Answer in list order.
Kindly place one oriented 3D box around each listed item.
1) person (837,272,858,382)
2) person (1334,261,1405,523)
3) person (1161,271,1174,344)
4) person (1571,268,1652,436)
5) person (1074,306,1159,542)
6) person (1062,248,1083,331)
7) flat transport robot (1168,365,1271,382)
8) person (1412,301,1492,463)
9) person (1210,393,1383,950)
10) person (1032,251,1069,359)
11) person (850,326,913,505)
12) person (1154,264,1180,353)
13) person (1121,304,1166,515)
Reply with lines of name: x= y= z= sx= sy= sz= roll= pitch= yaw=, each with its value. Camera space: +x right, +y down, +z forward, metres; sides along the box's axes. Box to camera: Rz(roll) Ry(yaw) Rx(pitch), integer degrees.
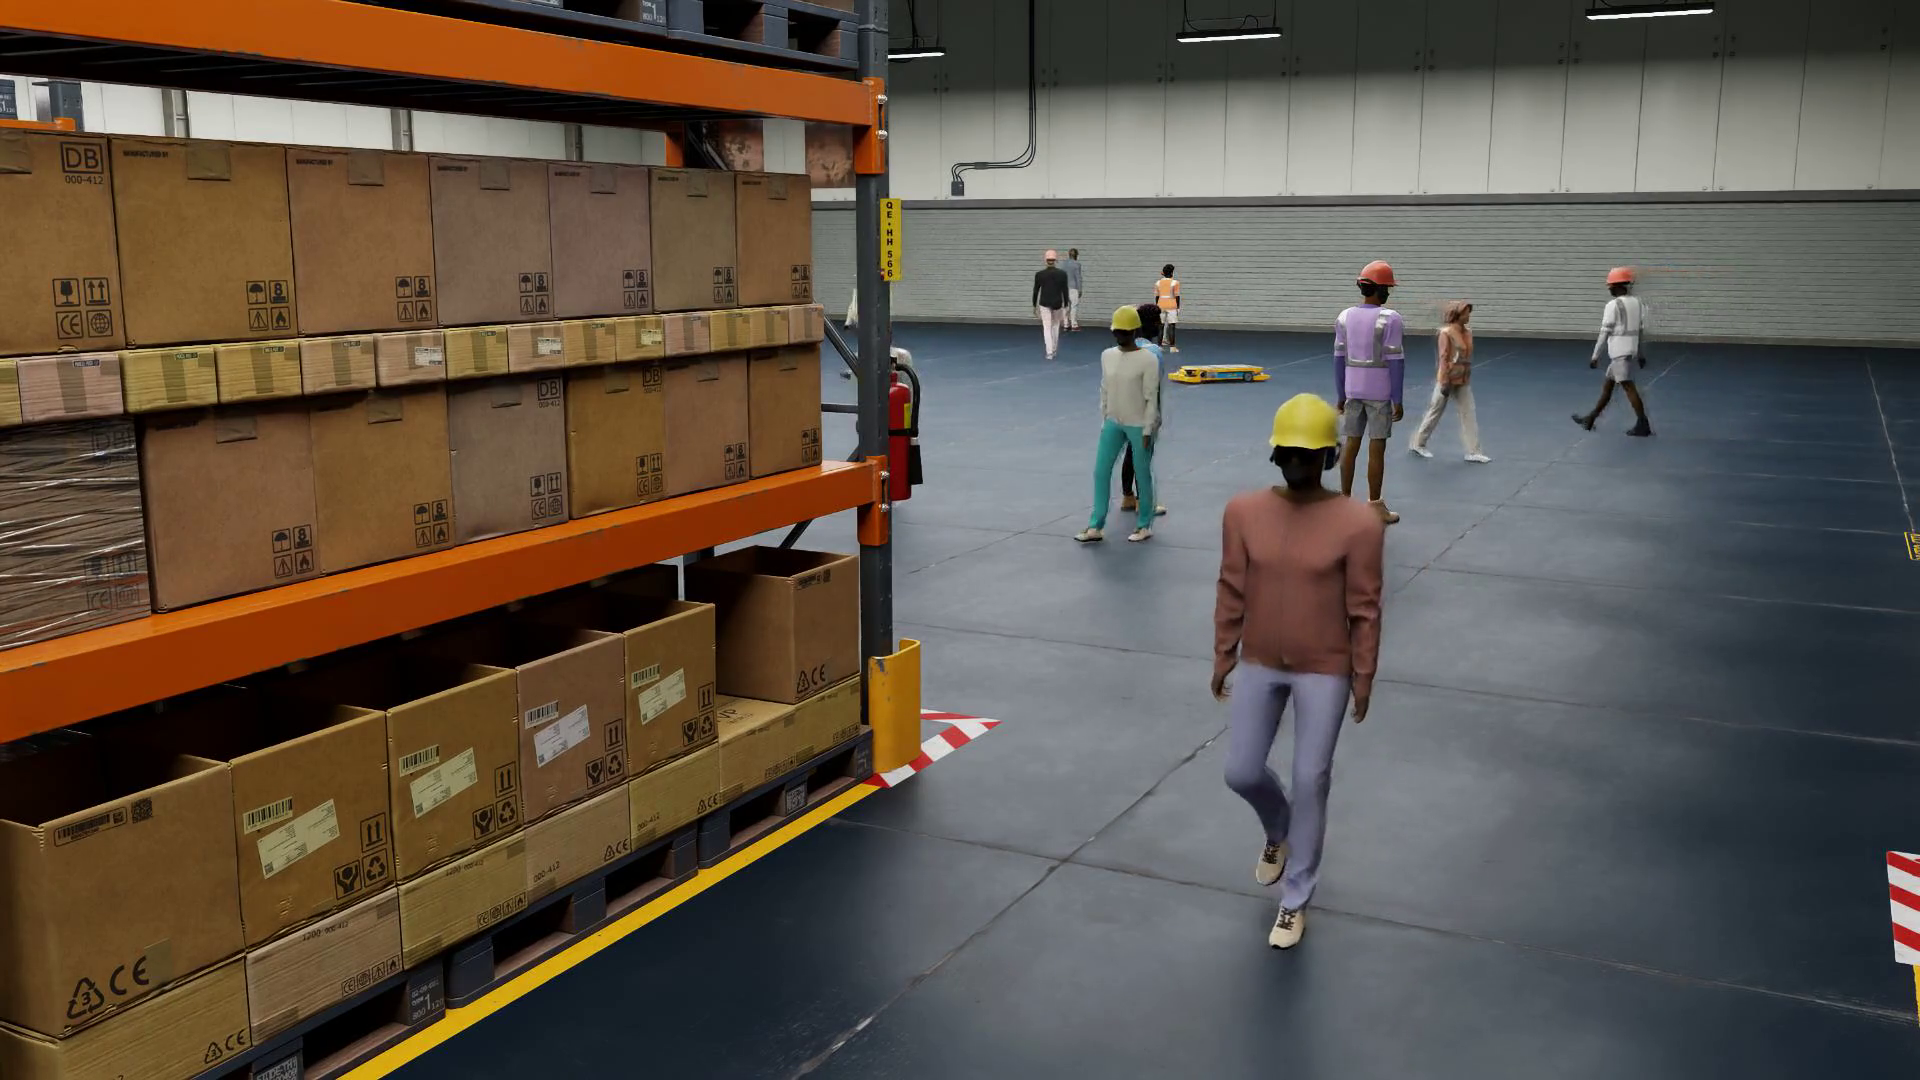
person: x=-1.491 y=-3.321 z=25.565 sx=0.947 sy=1.780 sz=0.585 roll=-7 pitch=12 yaw=-32
person: x=3.210 y=-1.146 z=12.987 sx=0.372 sy=2.042 sz=0.615 roll=-9 pitch=14 yaw=-40
person: x=4.261 y=-4.848 z=34.292 sx=0.268 sy=1.632 sz=0.507 roll=-1 pitch=10 yaw=-7
person: x=7.416 y=-2.121 z=18.769 sx=0.557 sy=1.867 sz=1.068 roll=-7 pitch=13 yaw=-35
person: x=1.156 y=-0.819 z=12.045 sx=0.547 sy=1.727 sz=0.781 roll=9 pitch=14 yaw=41
person: x=2.635 y=-5.859 z=38.974 sx=0.372 sy=1.940 sz=0.629 roll=-8 pitch=13 yaw=-37
flat transport robot: x=3.996 y=-2.572 z=25.596 sx=1.431 sy=0.197 sz=0.652 roll=-4 pitch=11 yaw=-20
person: x=4.908 y=-1.582 z=16.579 sx=0.527 sy=1.599 sz=0.870 roll=-8 pitch=13 yaw=-36
person: x=1.080 y=0.399 z=5.329 sx=0.540 sy=1.755 sz=0.460 roll=5 pitch=12 yaw=27
person: x=1.643 y=-4.310 z=30.498 sx=0.649 sy=1.939 sz=1.006 roll=-1 pitch=10 yaw=-4
person: x=-0.616 y=-0.983 z=13.269 sx=0.512 sy=1.613 sz=0.678 roll=0 pitch=10 yaw=-2
person: x=3.959 y=-4.404 z=31.700 sx=0.532 sy=1.696 sz=0.318 roll=7 pitch=12 yaw=32
person: x=1.484 y=-1.051 z=13.411 sx=0.317 sy=1.695 sz=0.540 roll=-4 pitch=11 yaw=-19
